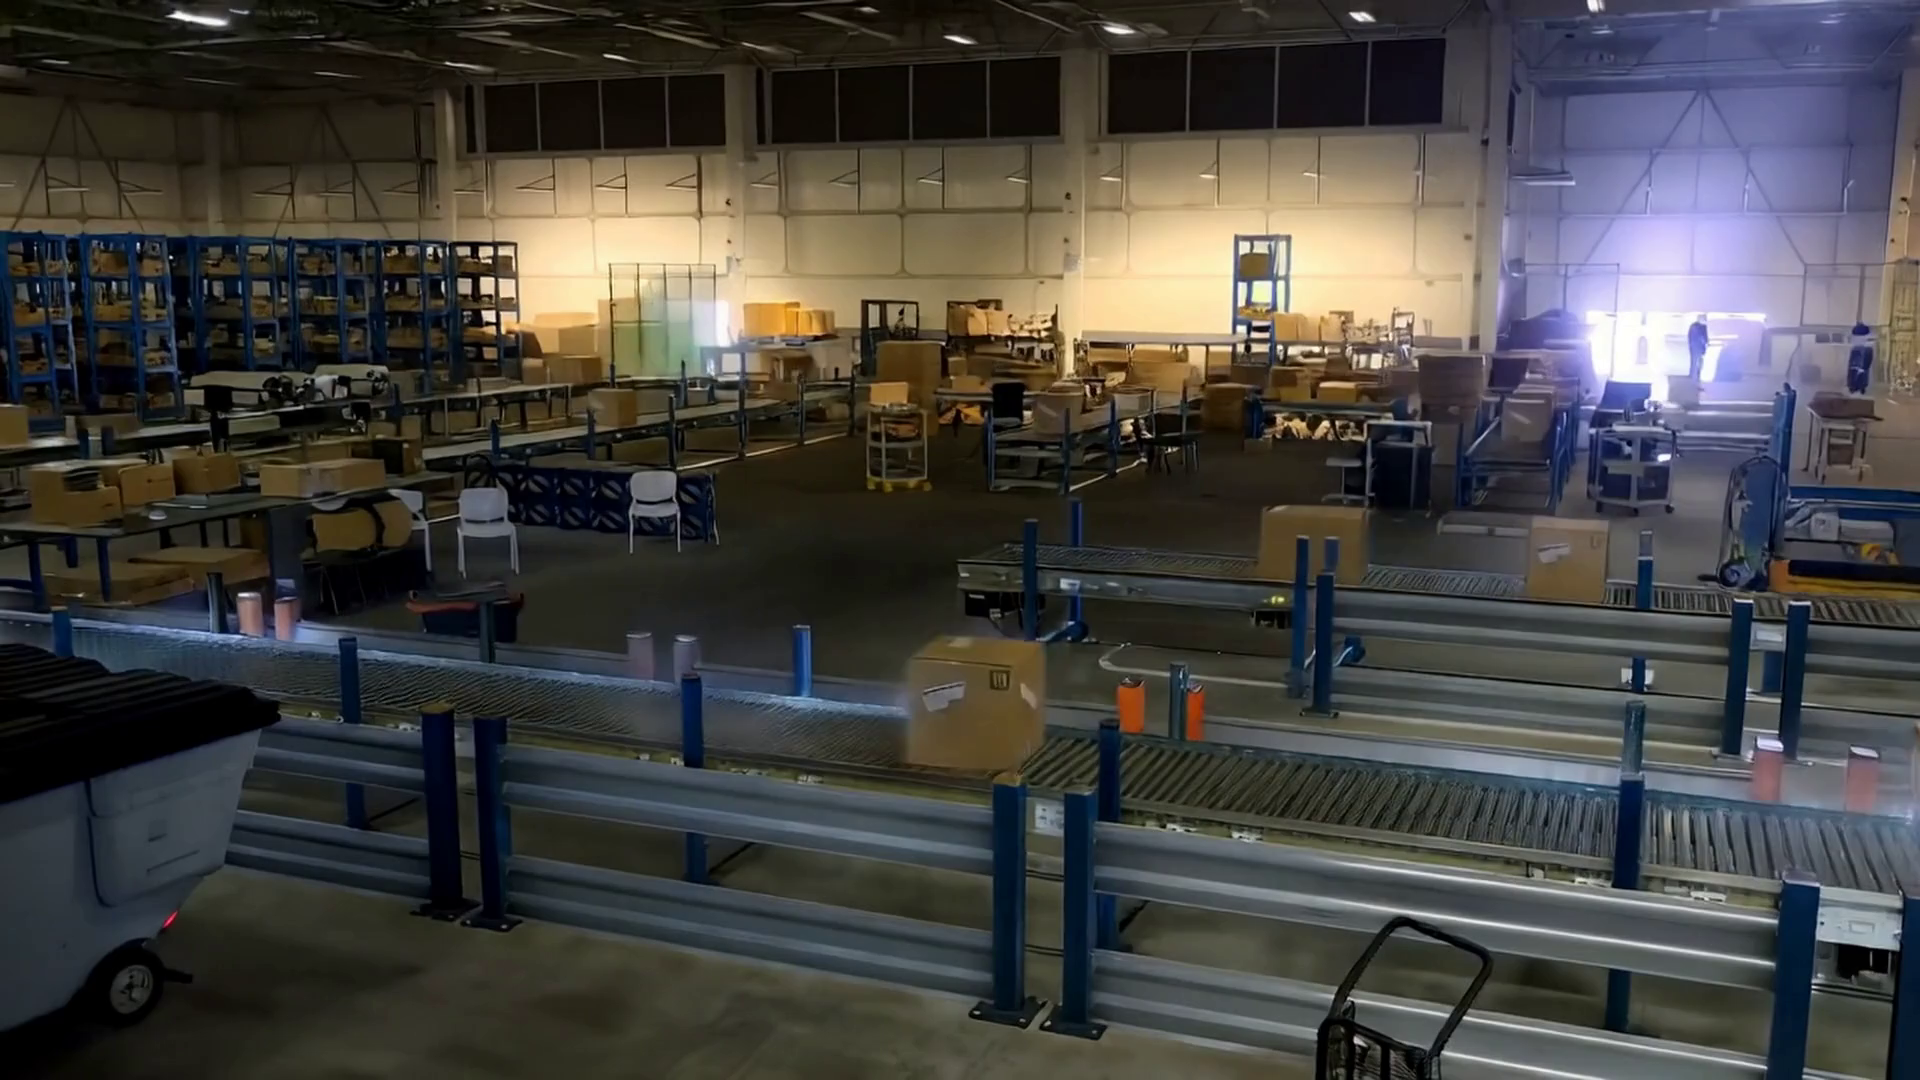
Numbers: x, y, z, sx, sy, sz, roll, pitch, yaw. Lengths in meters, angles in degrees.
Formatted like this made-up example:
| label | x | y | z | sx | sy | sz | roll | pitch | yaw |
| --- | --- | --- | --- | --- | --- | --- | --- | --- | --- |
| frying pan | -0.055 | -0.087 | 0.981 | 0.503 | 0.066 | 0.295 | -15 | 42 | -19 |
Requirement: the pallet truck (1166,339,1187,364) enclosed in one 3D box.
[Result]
| label | x | y | z | sx | sy | sz | roll | pitch | yaw |
| --- | --- | --- | --- | --- | --- | --- | --- | --- | --- |
| pallet truck | 5.418 | -4.269 | 40.420 | 0.704 | 1.261 | 1.522 | 3 | 10 | 20 |

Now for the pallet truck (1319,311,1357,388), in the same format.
| label | x | y | z | sx | sy | sz | roll | pitch | yaw |
| --- | --- | --- | --- | --- | --- | --- | --- | --- | --- |
| pallet truck | 9.071 | -4.419 | 39.190 | 0.823 | 1.965 | 1.885 | 5 | 10 | 26 |

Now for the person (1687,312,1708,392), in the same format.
| label | x | y | z | sx | sy | sz | roll | pitch | yaw |
| --- | --- | --- | --- | --- | --- | --- | --- | --- | --- |
| person | 17.861 | -4.541 | 40.211 | 0.411 | 1.908 | 0.643 | 0 | 9 | -2 |

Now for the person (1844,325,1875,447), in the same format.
| label | x | y | z | sx | sy | sz | roll | pitch | yaw |
| --- | --- | --- | --- | --- | --- | --- | --- | --- | --- |
| person | 15.060 | -2.586 | 27.947 | 0.605 | 2.045 | 0.377 | -7 | 12 | -38 |

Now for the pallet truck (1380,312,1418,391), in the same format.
| label | x | y | z | sx | sy | sz | roll | pitch | yaw |
| --- | --- | --- | --- | --- | --- | --- | --- | --- | --- |
| pallet truck | 10.207 | -4.283 | 38.369 | 0.823 | 1.965 | 1.885 | 3 | 10 | 20 |

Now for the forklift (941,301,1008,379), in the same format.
| label | x | y | z | sx | sy | sz | roll | pitch | yaw |
| --- | --- | --- | --- | --- | --- | --- | --- | --- | --- |
| forklift | 0.365 | -4.966 | 41.571 | 1.157 | 1.987 | 2.680 | 3 | 10 | 20 |

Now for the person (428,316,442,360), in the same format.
| label | x | y | z | sx | sy | sz | roll | pitch | yaw |
| --- | --- | --- | --- | --- | --- | --- | --- | --- | --- |
| person | -15.203 | -5.806 | 48.099 | 0.393 | 1.836 | 0.561 | 1 | 9 | 9 |

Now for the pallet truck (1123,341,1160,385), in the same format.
| label | x | y | z | sx | sy | sz | roll | pitch | yaw |
| --- | --- | --- | --- | --- | --- | --- | --- | --- | --- |
| pallet truck | 4.445 | -4.380 | 41.279 | 0.680 | 1.201 | 1.601 | 4 | 10 | 22 |

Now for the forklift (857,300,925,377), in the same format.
| label | x | y | z | sx | sy | sz | roll | pitch | yaw |
| --- | --- | --- | --- | --- | --- | --- | --- | --- | --- |
| forklift | -1.732 | -5.109 | 42.468 | 1.157 | 1.987 | 2.680 | 4 | 10 | 22 |

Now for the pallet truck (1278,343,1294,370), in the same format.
| label | x | y | z | sx | sy | sz | roll | pitch | yaw |
| --- | --- | --- | --- | --- | --- | --- | --- | --- | --- |
| pallet truck | 7.886 | -4.163 | 39.743 | 0.653 | 1.274 | 1.630 | 4 | 10 | 22 |
